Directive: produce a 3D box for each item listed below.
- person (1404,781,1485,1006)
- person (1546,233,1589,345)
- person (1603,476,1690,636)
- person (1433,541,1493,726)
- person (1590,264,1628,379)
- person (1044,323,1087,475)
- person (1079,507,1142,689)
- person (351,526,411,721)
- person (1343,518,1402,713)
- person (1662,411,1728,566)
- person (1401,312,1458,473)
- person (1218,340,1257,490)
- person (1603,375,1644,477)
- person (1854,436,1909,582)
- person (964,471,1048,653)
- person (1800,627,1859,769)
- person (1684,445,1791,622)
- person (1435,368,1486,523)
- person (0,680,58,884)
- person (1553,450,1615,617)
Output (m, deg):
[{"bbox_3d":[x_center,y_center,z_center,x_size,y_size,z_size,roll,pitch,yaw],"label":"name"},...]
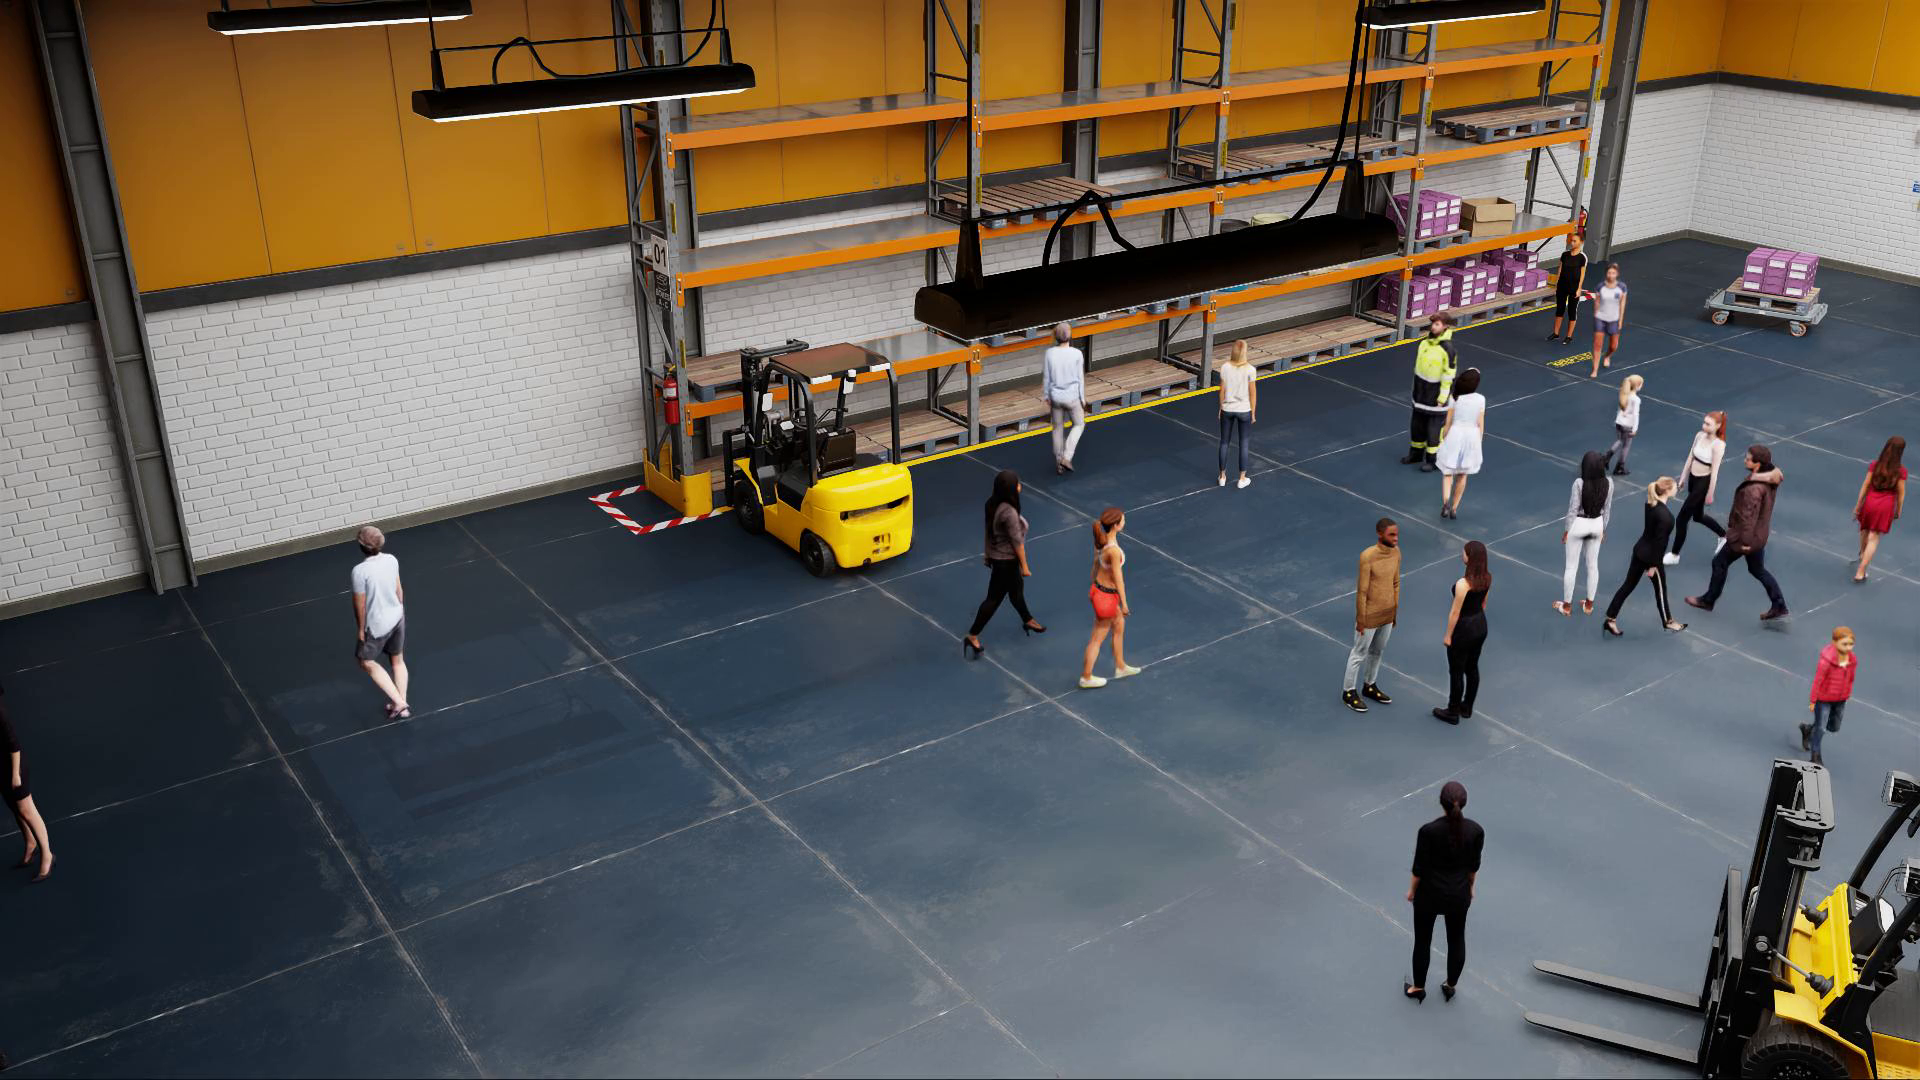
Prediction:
[{"bbox_3d":[3.191,2.346,11.013,0.653,1.660,0.751,-1,24,-2],"label":"person"},{"bbox_3d":[9.196,-3.810,25.086,0.561,1.669,0.605,-20,31,-38],"label":"person"},{"bbox_3d":[6.502,0.198,15.928,1.151,1.659,0.964,-2,24,-5],"label":"person"},{"bbox_3d":[4.423,0.801,14.514,0.464,1.687,0.631,-17,29,-33],"label":"person"},{"bbox_3d":[9.185,-3.116,23.578,0.832,1.604,0.947,9,25,20],"label":"person"},{"bbox_3d":[1.239,-1.652,19.884,0.902,1.882,0.968,7,25,16],"label":"person"},{"bbox_3d":[1.233,0.550,14.980,0.947,1.774,0.783,-6,24,-14],"label":"person"},{"bbox_3d":[-4.963,0.758,14.442,0.854,1.823,0.771,15,28,30],"label":"person"},{"bbox_3d":[3.665,0.637,14.730,0.466,1.814,0.679,-14,27,-30],"label":"person"},{"bbox_3d":[7.884,-0.541,17.554,1.191,1.711,0.960,-2,24,-5],"label":"person"},{"bbox_3d":[5.748,-1.817,20.142,0.701,1.976,0.808,-11,26,-23],"label":"person"},{"bbox_3d":[3.258,-1.493,19.609,0.664,1.809,0.684,8,25,18],"label":"person"},{"bbox_3d":[7.954,-1.380,20.022,0.684,1.271,0.602,-7,25,-15],"label":"person"},{"bbox_3d":[9.514,-0.299,17.256,0.743,1.506,1.118,19,30,36],"label":"person"},{"bbox_3d":[0.327,0.257,15.632,1.213,1.787,0.819,-10,26,-22],"label":"person"},{"bbox_3d":[7.206,1.299,13.850,0.774,1.306,0.766,-3,24,-6],"label":"person"},{"bbox_3d":[7.810,-0.027,16.265,1.019,1.802,1.228,20,30,38],"label":"person"},{"bbox_3d":[5.575,-1.001,18.491,0.913,1.803,1.005,9,25,19],"label":"person"},{"bbox_3d":[-7.038,1.702,12.309,0.644,1.802,0.567,21,31,39],"label":"person"},{"bbox_3d":[6.194,-0.078,16.480,0.616,1.722,0.727,-2,24,-4],"label":"person"}]
